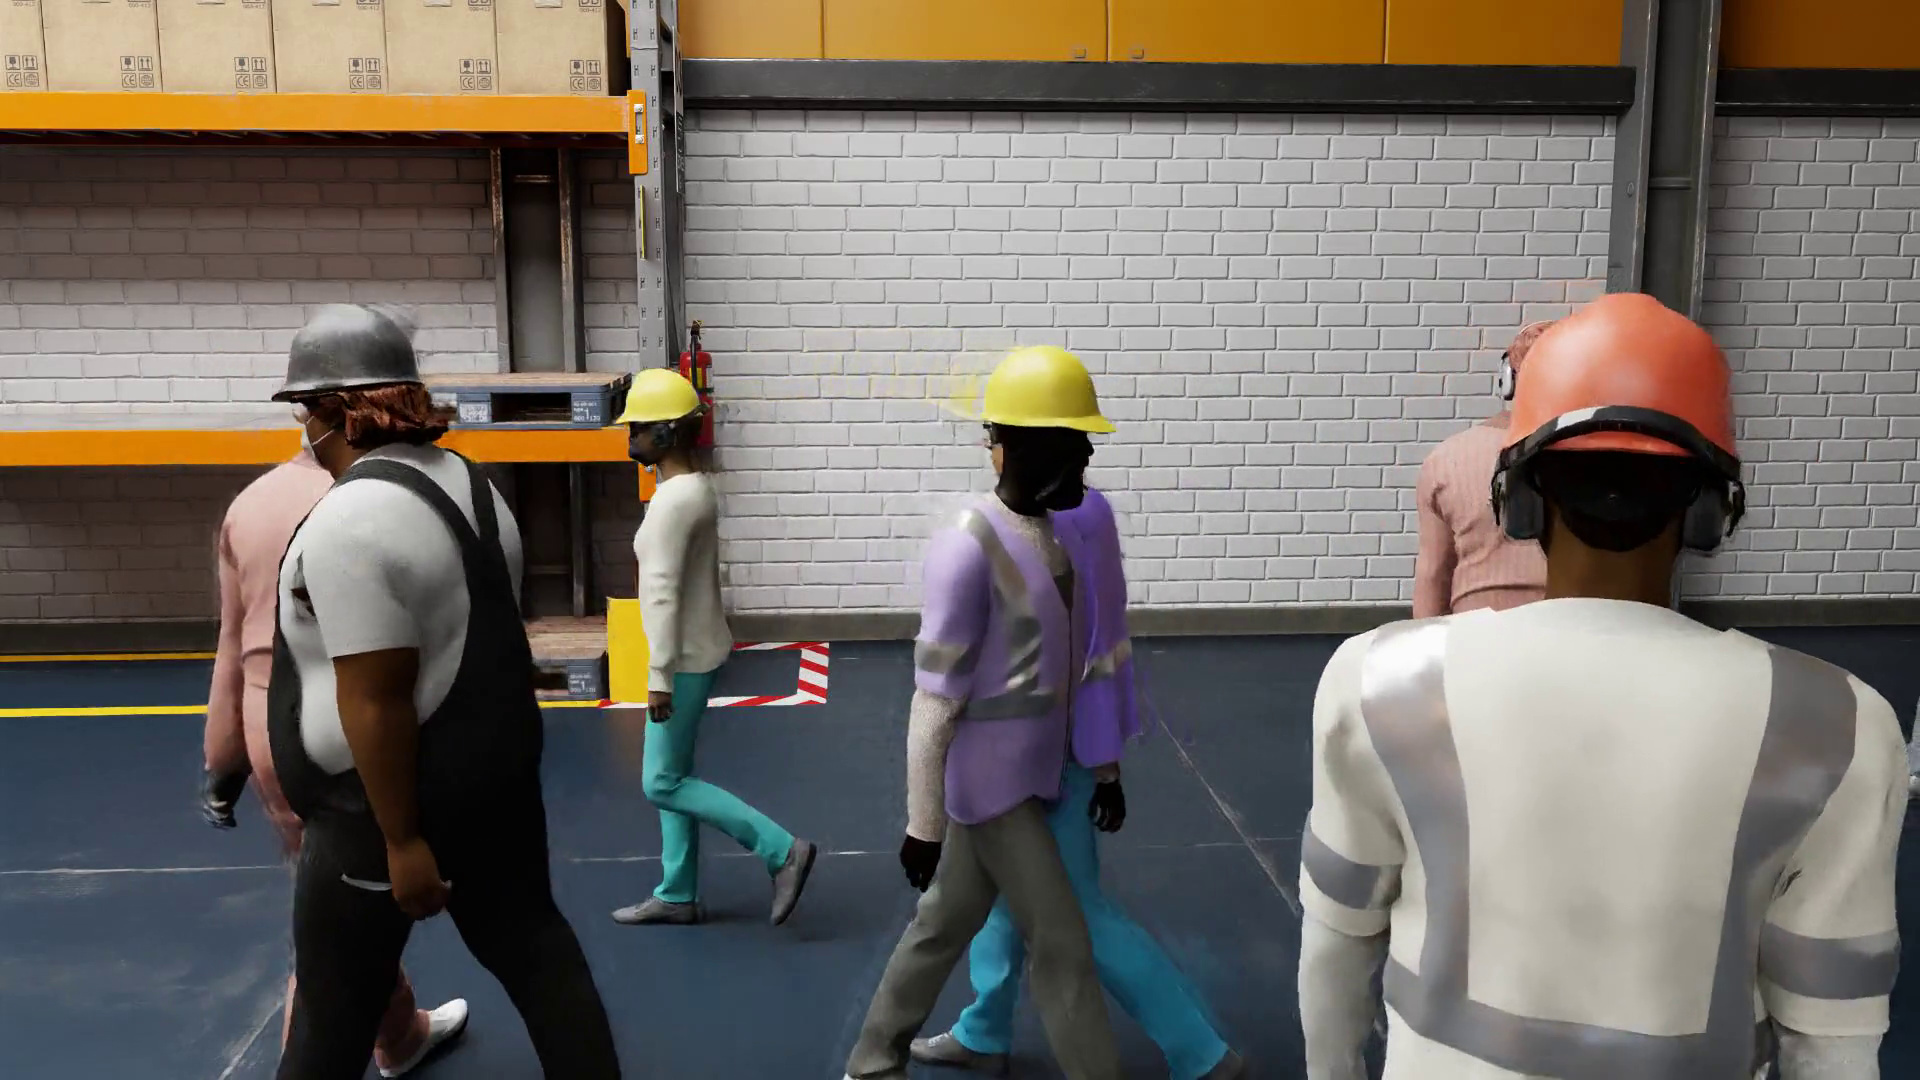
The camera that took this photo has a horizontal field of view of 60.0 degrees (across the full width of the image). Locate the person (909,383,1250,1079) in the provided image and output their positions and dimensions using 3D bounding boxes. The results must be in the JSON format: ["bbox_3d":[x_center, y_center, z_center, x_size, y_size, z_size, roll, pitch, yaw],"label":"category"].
[{"bbox_3d":[0.282,0.496,3.973,0.879,1.815,0.563,3,9,17],"label":"person"}]

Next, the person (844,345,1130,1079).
[{"bbox_3d":[0.131,0.508,3.702,1.003,1.874,0.597,4,10,22],"label":"person"}]

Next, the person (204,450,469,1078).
[{"bbox_3d":[-1.379,0.497,3.886,0.674,1.850,0.825,4,10,25],"label":"person"}]

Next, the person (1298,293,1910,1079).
[{"bbox_3d":[0.710,0.717,1.988,0.617,1.989,1.022,3,9,16],"label":"person"}]

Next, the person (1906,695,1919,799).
[{"bbox_3d":[3.988,0.215,6.452,0.903,1.578,0.505,-5,10,-30],"label":"person"}]

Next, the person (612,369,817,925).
[{"bbox_3d":[-0.775,0.356,5.028,0.574,1.744,0.530,0,9,-2],"label":"person"}]

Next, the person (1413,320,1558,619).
[{"bbox_3d":[1.565,0.360,4.539,0.638,1.902,0.407,4,10,26],"label":"person"}]
